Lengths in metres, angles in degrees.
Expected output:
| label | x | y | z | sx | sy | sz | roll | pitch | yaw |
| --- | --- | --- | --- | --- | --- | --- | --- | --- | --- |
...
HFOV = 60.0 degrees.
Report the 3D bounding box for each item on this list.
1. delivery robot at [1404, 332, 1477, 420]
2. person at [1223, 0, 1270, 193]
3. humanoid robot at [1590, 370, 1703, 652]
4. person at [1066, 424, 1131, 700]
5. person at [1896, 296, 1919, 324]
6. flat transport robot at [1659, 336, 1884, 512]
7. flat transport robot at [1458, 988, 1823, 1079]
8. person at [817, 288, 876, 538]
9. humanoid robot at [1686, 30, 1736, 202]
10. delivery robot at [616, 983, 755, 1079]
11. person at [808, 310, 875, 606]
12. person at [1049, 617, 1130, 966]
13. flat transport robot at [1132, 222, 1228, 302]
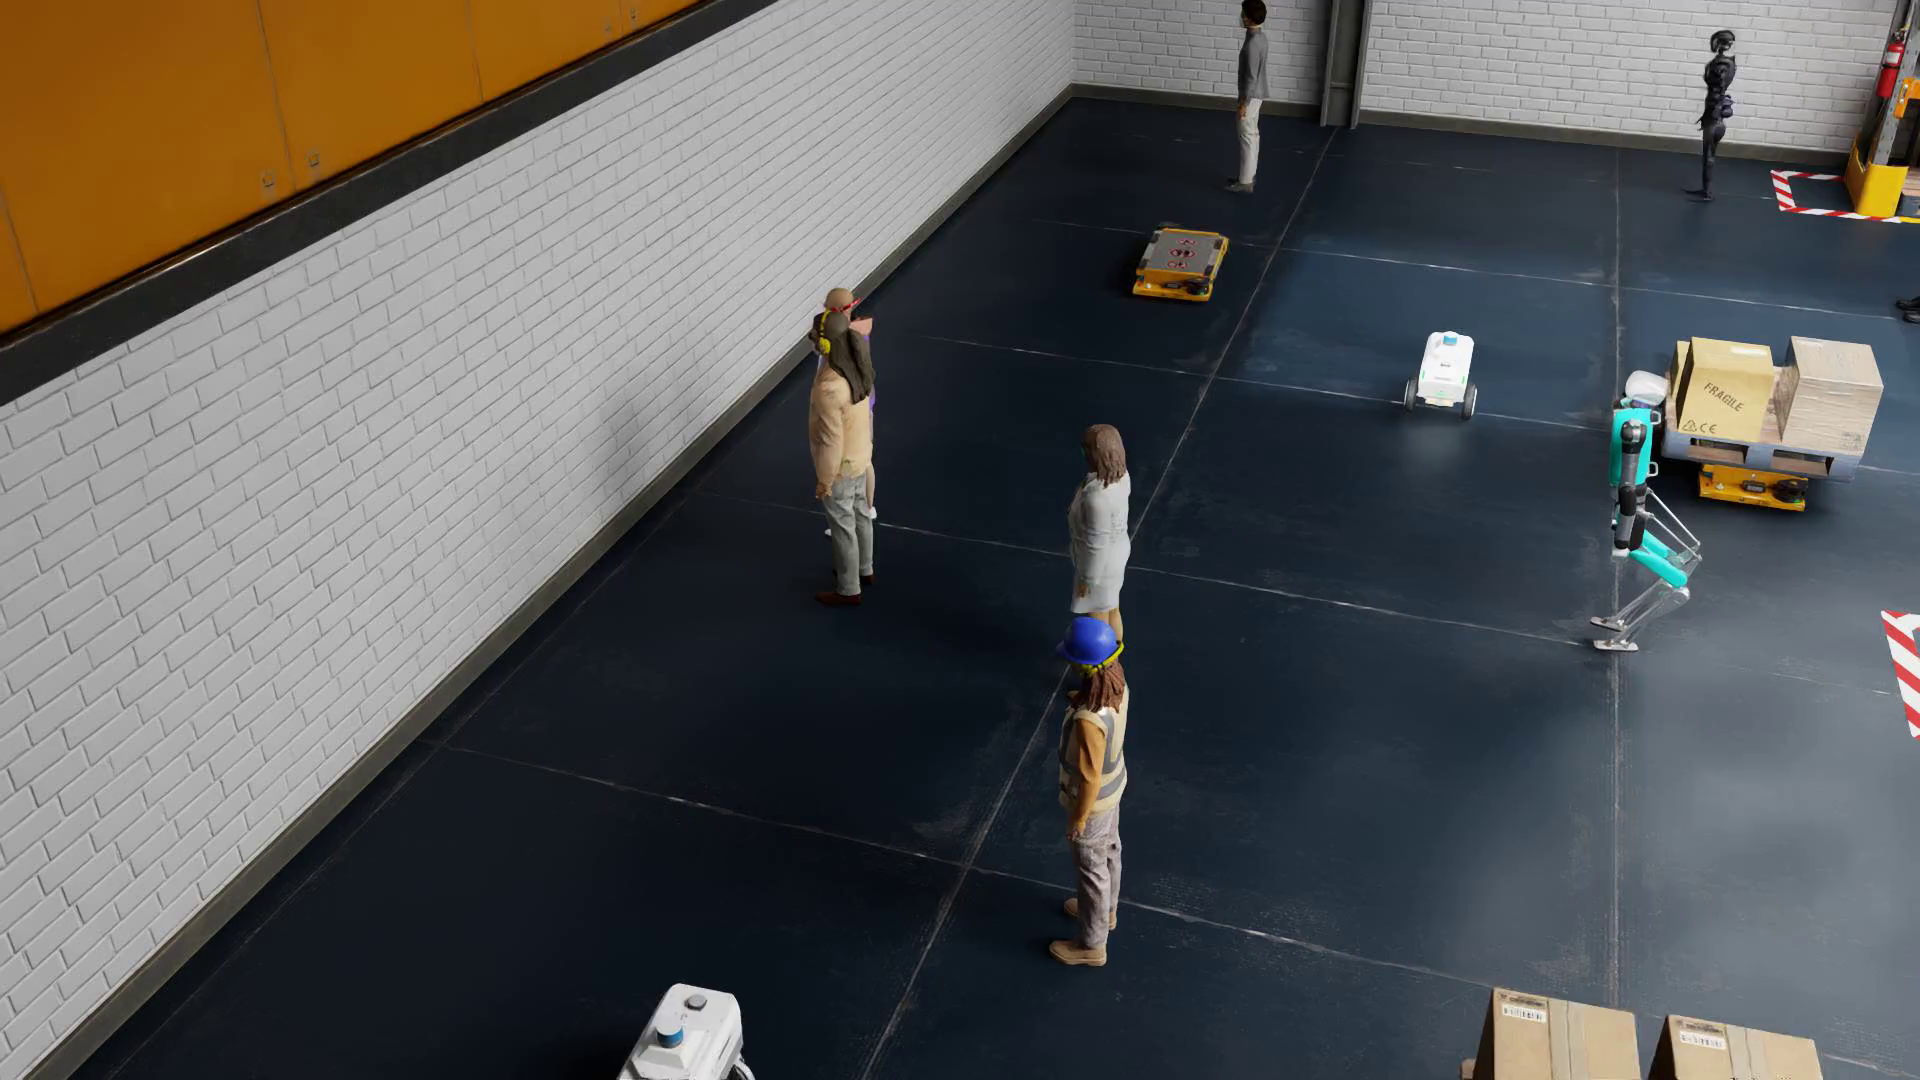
| label | x | y | z | sx | sy | sz | roll | pitch | yaw |
| --- | --- | --- | --- | --- | --- | --- | --- | --- | --- |
| delivery robot | 3.650 | -1.285 | 12.501 | 0.499 | 0.566 | 0.739 | 10 | 32 | 16 |
| person | 2.884 | -4.394 | 16.494 | 0.376 | 1.896 | 0.546 | 10 | 32 | 16 |
| humanoid robot | 3.888 | -0.119 | 9.247 | 0.735 | 1.677 | 0.533 | 10 | 32 | 16 |
| person | 0.742 | 0.128 | 9.032 | 0.337 | 1.659 | 0.496 | 10 | 32 | 16 |
| person | 8.101 | -2.713 | 13.597 | 0.371 | 1.934 | 0.550 | 10 | 32 | 16 |
| flat transport robot | 5.544 | -0.640 | 11.714 | 0.659 | 0.231 | 1.431 | 10 | 32 | 16 |
| flat transport robot | 2.427 | 2.630 | 6.151 | 0.659 | 0.231 | 1.431 | 8 | 31 | 13 |
| person | -0.715 | -0.802 | 10.582 | 0.340 | 1.692 | 0.493 | 10 | 32 | 16 |
| humanoid robot | 7.385 | -4.147 | 16.293 | 0.376 | 1.647 | 0.609 | 8 | 31 | 13 |
| delivery robot | -1.138 | 2.186 | 6.643 | 0.526 | 0.614 | 0.785 | 8 | 31 | 13 |
| person | -0.685 | -0.474 | 9.849 | 0.391 | 1.874 | 0.565 | 10 | 32 | 16 |
| person | 0.556 | 1.096 | 7.272 | 0.326 | 1.775 | 0.480 | 10 | 32 | 16 |
| flat transport robot | 1.985 | -2.487 | 14.856 | 0.659 | 0.231 | 1.431 | 8 | 31 | 13 |
